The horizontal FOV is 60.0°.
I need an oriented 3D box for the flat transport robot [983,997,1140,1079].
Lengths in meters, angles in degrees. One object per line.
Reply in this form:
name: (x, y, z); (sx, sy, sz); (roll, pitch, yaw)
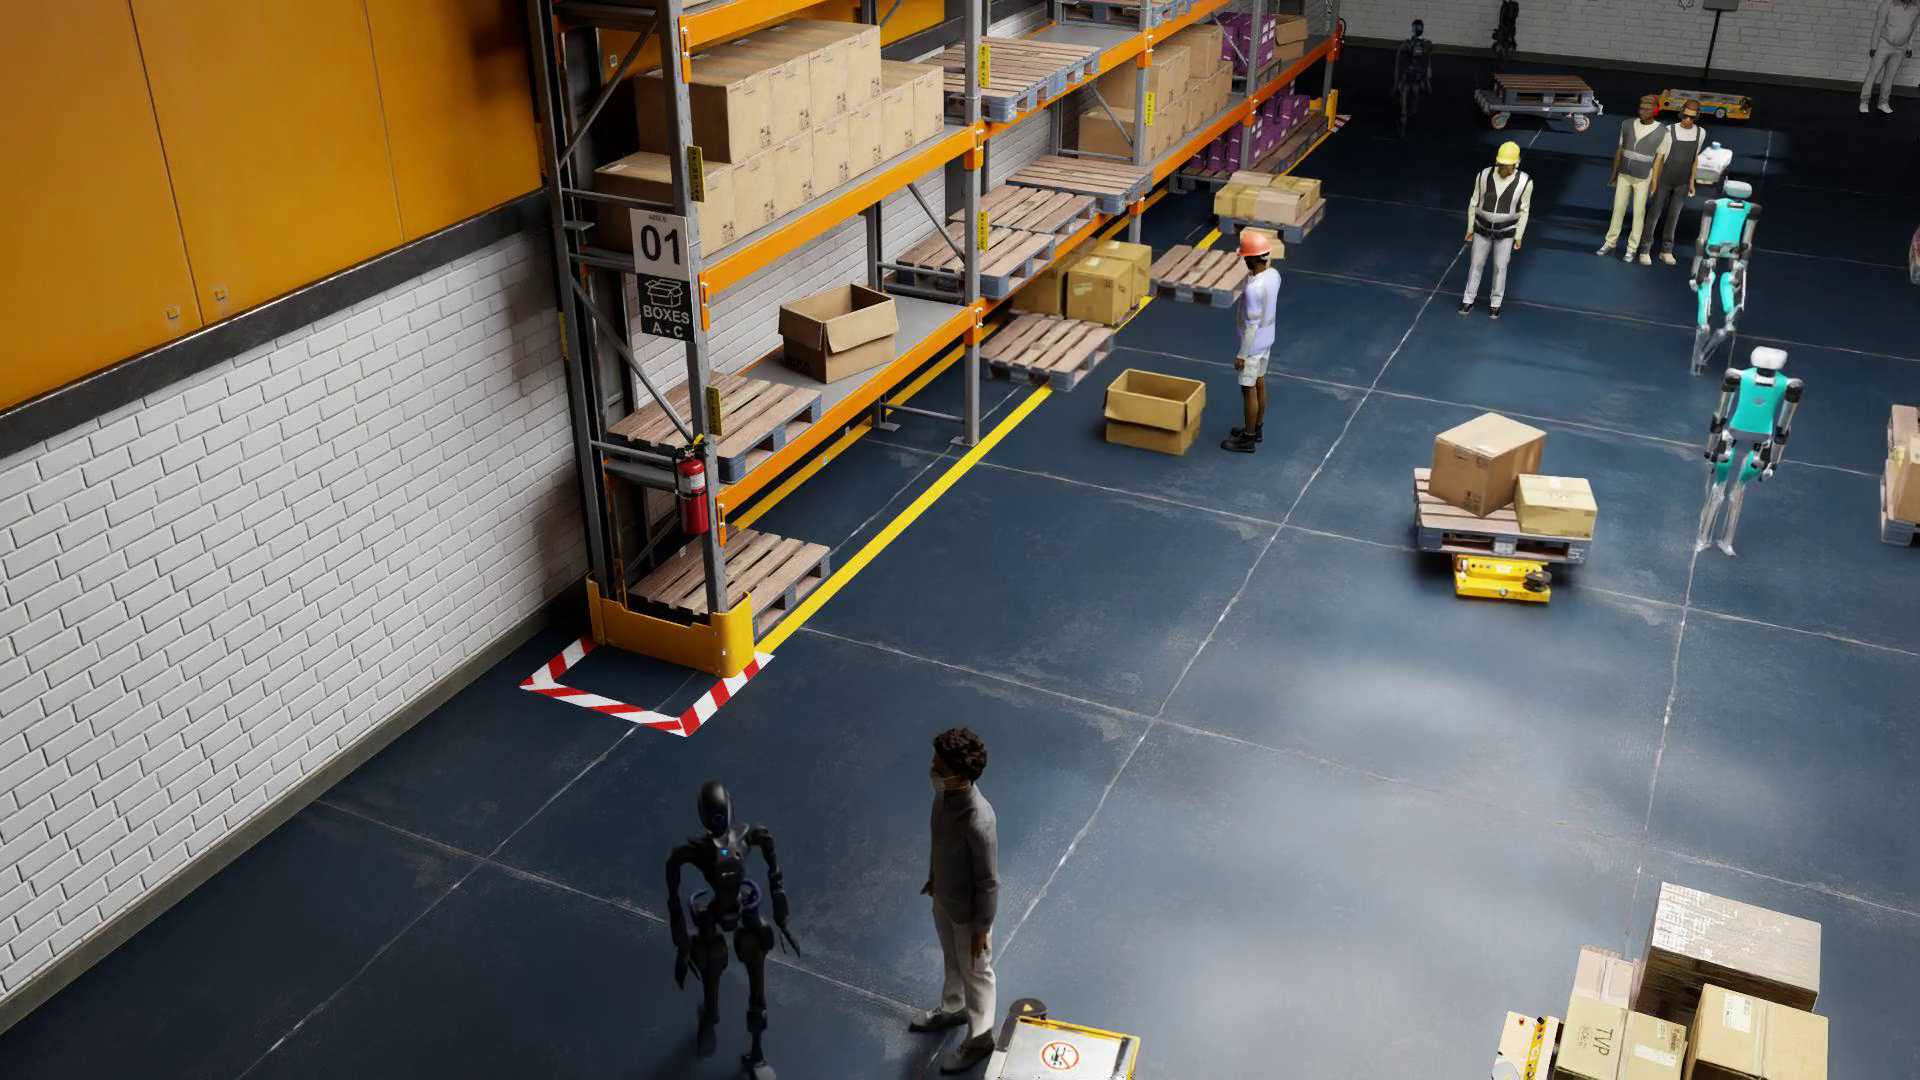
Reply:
flat transport robot: (0.386, 2.725, 7.675); (0.659, 0.231, 1.431); (8, 29, 14)

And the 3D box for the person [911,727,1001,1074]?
person: (0.017, 1.691, 7.878); (0.401, 1.900, 0.534); (-12, 31, -22)

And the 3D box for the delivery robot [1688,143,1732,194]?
delivery robot: (9.611, -4.768, 21.284); (0.499, 0.611, 0.814); (17, 33, 29)

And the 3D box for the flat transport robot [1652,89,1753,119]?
flat transport robot: (11.016, -6.498, 24.777); (1.431, 0.231, 0.659); (13, 31, 22)

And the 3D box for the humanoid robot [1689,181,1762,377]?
humanoid robot: (7.219, -2.383, 15.696); (0.554, 1.861, 0.834); (2, 28, 3)

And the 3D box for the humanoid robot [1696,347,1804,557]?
humanoid robot: (5.850, -0.663, 12.446); (0.540, 1.800, 0.750); (11, 30, 20)

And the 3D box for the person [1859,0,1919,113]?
person: (13.701, -7.246, 24.446); (0.635, 1.903, 0.407); (0, 28, 1)

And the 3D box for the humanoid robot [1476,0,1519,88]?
humanoid robot: (8.270, -7.678, 25.499); (0.620, 1.630, 0.610); (22, 35, 34)

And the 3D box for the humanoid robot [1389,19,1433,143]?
humanoid robot: (6.246, -6.421, 23.159); (0.600, 1.637, 0.589); (-5, 29, -9)

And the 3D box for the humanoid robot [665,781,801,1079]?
humanoid robot: (-1.070, 1.836, 7.842); (0.601, 1.653, 0.429); (-11, 30, -19)

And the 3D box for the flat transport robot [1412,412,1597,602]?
flat transport robot: (4.076, 0.025, 12.681); (0.659, 0.231, 1.431); (5, 29, 9)

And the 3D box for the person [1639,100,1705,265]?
person: (7.897, -3.956, 18.410); (0.507, 1.840, 0.344); (-1, 28, -1)

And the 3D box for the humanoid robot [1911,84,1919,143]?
humanoid robot: (13.530, -6.323, 23.003); (0.790, 1.624, 0.589); (-14, 31, -24)

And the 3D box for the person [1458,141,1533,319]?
person: (5.449, -3.157, 16.938); (0.588, 1.830, 0.403); (13, 31, 23)

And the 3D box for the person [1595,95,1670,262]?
person: (7.550, -4.045, 18.567); (0.391, 1.847, 0.563); (-24, 36, -37)

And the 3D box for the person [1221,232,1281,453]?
person: (2.460, -1.668, 14.076); (0.371, 1.927, 0.542); (15, 32, 25)

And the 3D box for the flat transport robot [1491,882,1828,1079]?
flat transport robot: (3.262, 2.645, 7.824); (1.431, 0.231, 0.659); (13, 31, 22)
